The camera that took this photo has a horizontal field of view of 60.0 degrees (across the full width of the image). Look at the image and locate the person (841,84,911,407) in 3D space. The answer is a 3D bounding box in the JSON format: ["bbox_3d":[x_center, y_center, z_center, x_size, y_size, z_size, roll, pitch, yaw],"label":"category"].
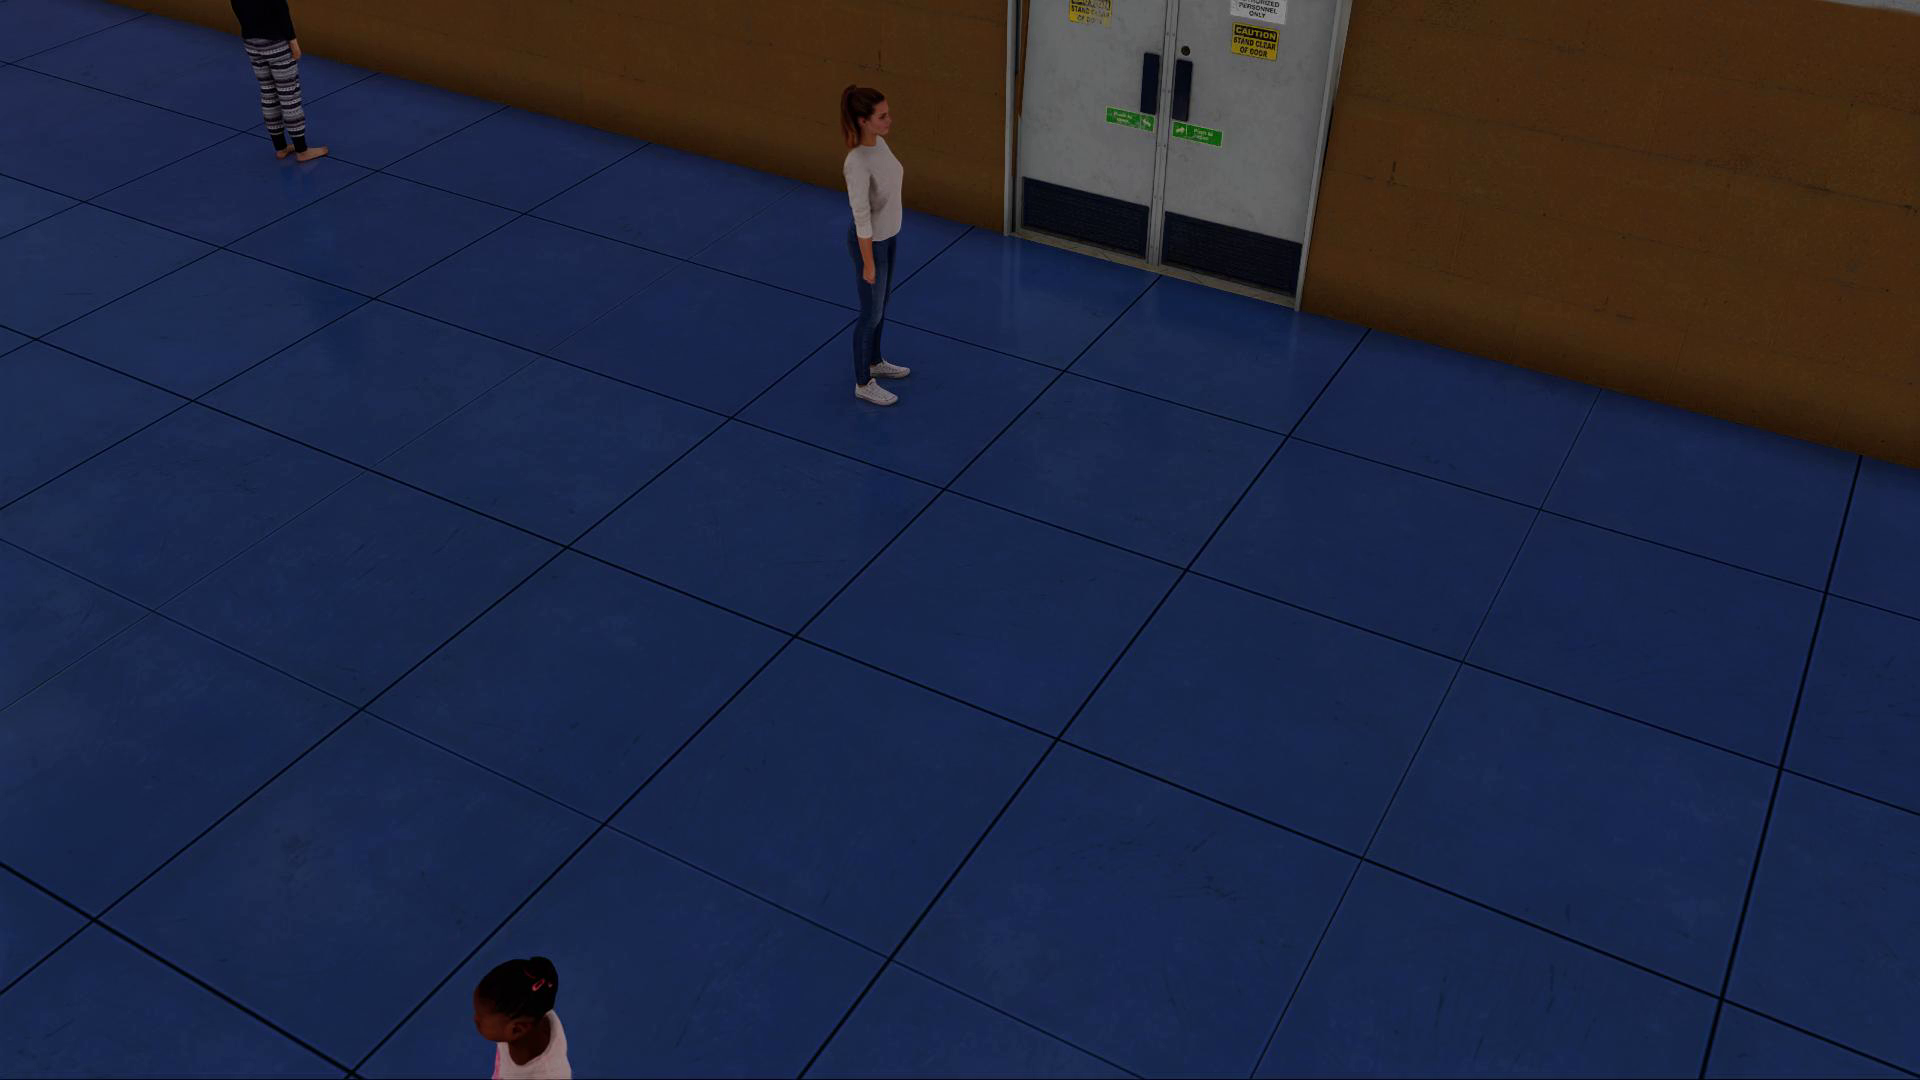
[{"bbox_3d":[-0.459,-1.544,8.717,0.730,1.720,0.568,8,38,10],"label":"person"}]

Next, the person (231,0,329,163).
[{"bbox_3d":[-4.660,-3.391,11.165,0.616,1.735,0.532,16,40,20],"label":"person"}]

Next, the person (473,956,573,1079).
[{"bbox_3d":[-1.142,1.658,4.680,0.667,1.445,0.625,-13,39,-16],"label":"person"}]
